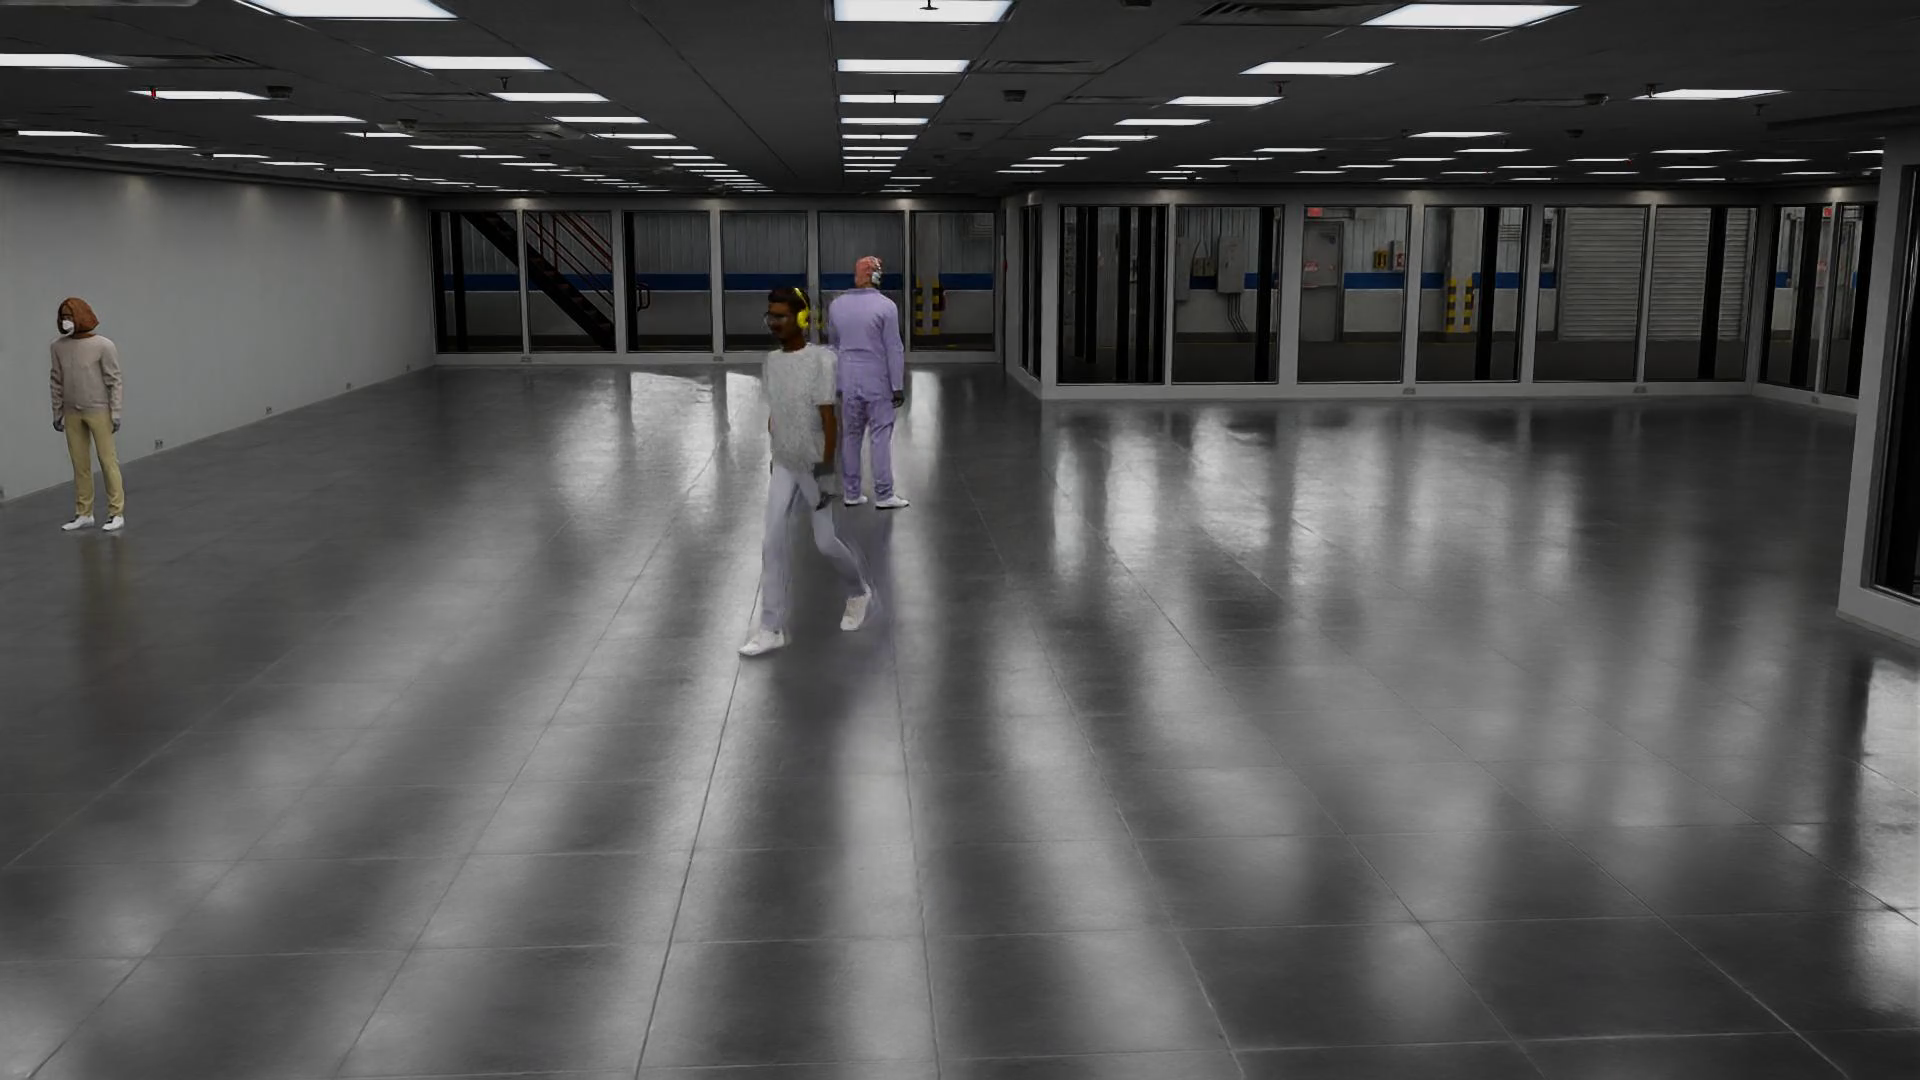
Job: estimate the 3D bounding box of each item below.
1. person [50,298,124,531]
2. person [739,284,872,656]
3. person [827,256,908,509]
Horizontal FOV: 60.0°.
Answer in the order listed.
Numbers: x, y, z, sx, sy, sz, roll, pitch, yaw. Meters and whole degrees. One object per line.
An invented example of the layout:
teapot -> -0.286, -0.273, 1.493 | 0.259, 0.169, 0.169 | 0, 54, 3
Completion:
person -> -6.103, -0.873, 11.632 | 0.504, 1.632, 0.269 | 1, 11, 8
person -> -0.759, -0.376, 8.415 | 0.523, 1.842, 0.889 | 6, 12, 31
person -> -0.680, -1.183, 12.586 | 0.638, 1.903, 0.408 | 6, 12, 31
